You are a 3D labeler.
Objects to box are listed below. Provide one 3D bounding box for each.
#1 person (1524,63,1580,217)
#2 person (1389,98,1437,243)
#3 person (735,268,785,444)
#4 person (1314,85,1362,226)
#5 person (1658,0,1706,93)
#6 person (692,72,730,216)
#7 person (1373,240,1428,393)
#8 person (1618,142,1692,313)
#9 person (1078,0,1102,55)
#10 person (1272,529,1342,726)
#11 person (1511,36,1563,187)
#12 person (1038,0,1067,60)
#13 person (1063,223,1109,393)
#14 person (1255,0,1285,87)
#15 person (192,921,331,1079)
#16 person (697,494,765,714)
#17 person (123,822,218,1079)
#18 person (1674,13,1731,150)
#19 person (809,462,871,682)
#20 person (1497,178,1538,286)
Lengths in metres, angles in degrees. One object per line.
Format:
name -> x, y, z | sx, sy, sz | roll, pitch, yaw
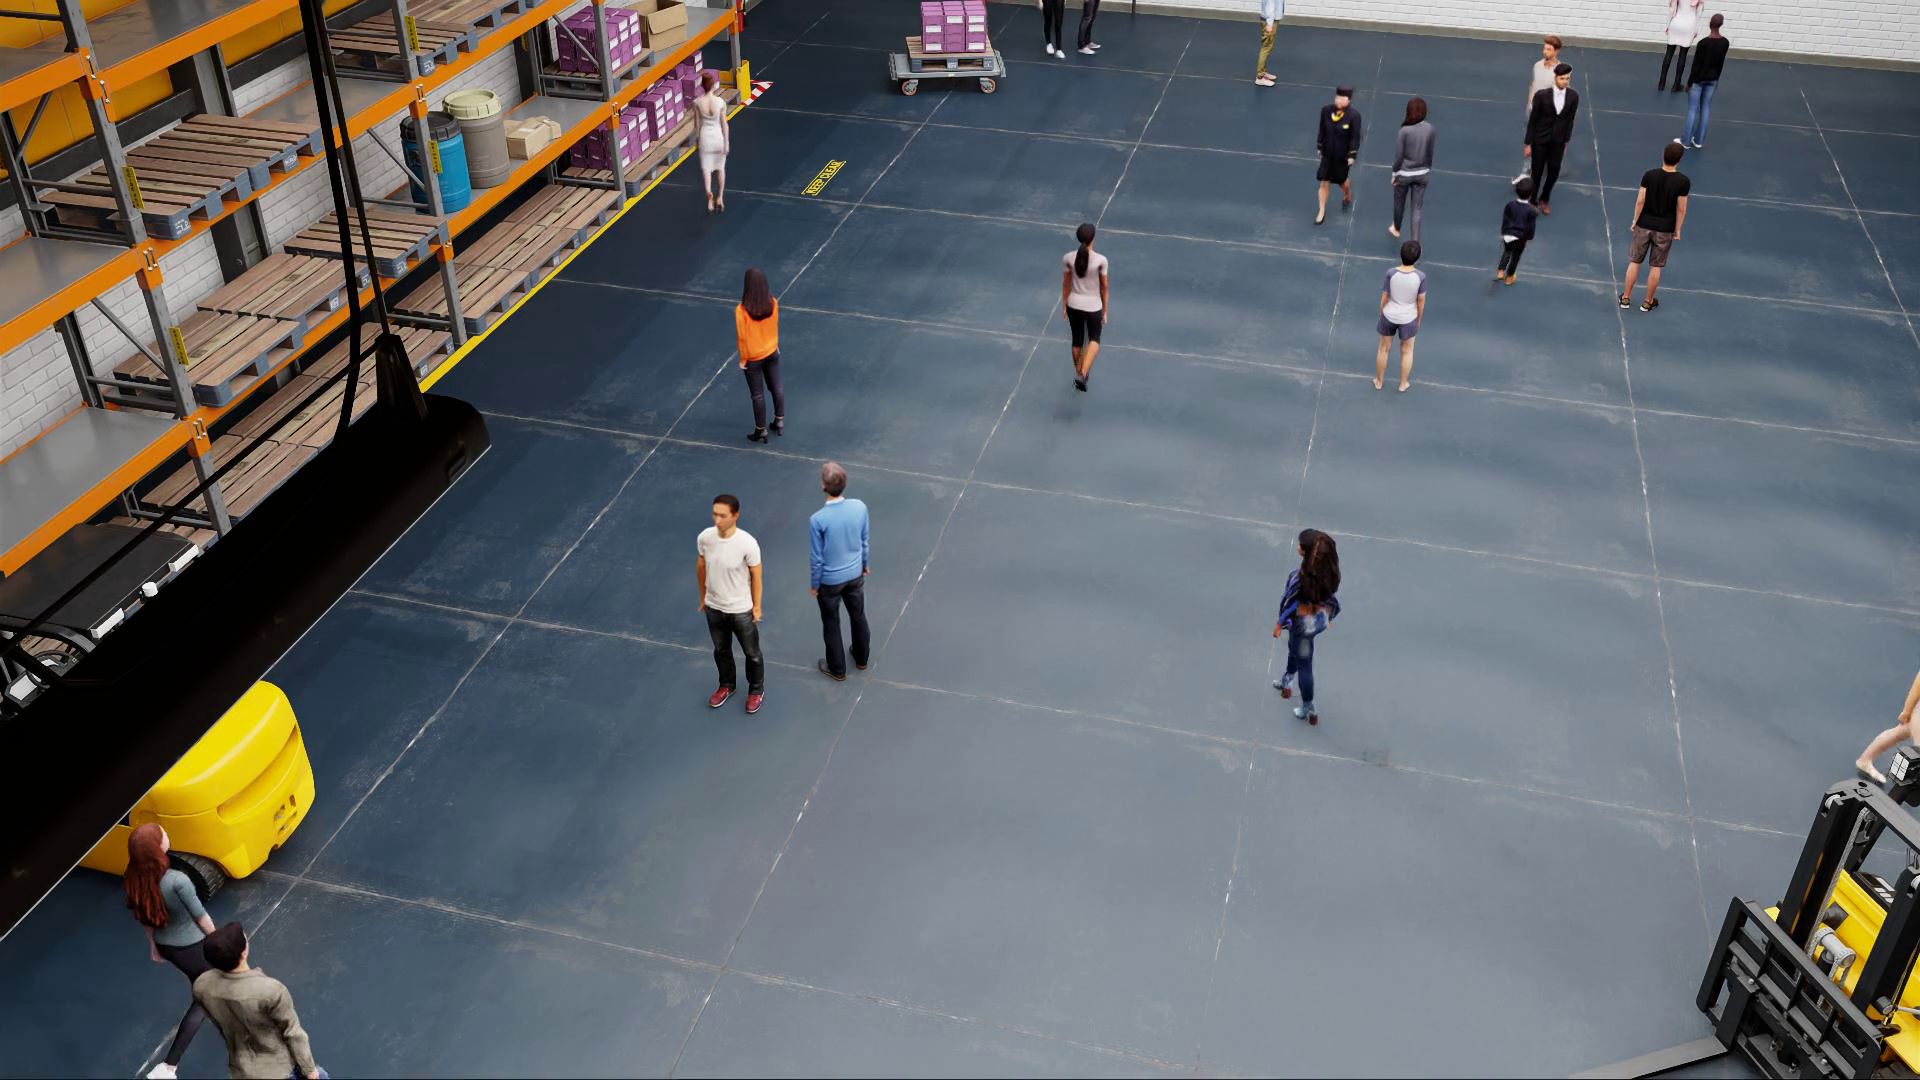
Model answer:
person -> 7.027, -4.819, 19.930 | 0.737, 1.869, 0.633 | 4, 34, 6
person -> 5.210, -4.130, 19.022 | 0.843, 1.727, 1.183 | 0, 34, 0
person -> -1.840, -1.711, 15.363 | 0.766, 1.748, 0.656 | 29, 43, 36
person -> 4.529, -4.608, 19.813 | 0.932, 1.646, 1.147 | 21, 39, 29
person -> 10.326, -7.327, 23.762 | 0.708, 1.804, 0.708 | 21, 39, 28
person -> -2.967, -4.656, 19.771 | 0.721, 1.775, 0.945 | 0, 34, 0
person -> 4.303, -2.197, 16.260 | 0.565, 1.565, 0.523 | 10, 35, 14
person -> 7.397, -3.337, 17.707 | 0.720, 1.862, 0.663 | 16, 37, 23
person -> 1.996, -8.389, 25.317 | 0.766, 1.851, 0.505 | 13, 36, 19
person -> 2.551, 0.653, 11.941 | 0.852, 1.600, 0.904 | -23, 40, -30
person -> 7.307, -5.344, 20.716 | 1.120, 1.873, 1.019 | -22, 39, -29
person -> 1.369, -8.198, 25.153 | 0.894, 1.714, 1.109 | -6, 34, -9
person -> 1.194, -2.203, 16.114 | 0.610, 1.737, 0.814 | 9, 35, 13
person -> 4.481, -7.525, 24.054 | 0.723, 1.810, 0.477 | 8, 35, 12
person -> -3.610, 2.748, 8.556 | 0.745, 1.857, 0.661 | 5, 34, 8
person -> -1.652, 0.443, 12.072 | 0.628, 1.805, 0.512 | 8, 34, 12
person -> -4.381, 2.342, 9.293 | 0.653, 1.719, 1.077 | 12, 35, 17
person -> 9.781, -6.032, 21.865 | 0.672, 1.748, 0.669 | -5, 34, -7
person -> -0.898, 0.231, 12.380 | 0.720, 1.817, 0.801 | -21, 39, -28
person -> 6.132, -3.386, 18.362 | 0.573, 1.218, 0.596 | 26, 42, 33
